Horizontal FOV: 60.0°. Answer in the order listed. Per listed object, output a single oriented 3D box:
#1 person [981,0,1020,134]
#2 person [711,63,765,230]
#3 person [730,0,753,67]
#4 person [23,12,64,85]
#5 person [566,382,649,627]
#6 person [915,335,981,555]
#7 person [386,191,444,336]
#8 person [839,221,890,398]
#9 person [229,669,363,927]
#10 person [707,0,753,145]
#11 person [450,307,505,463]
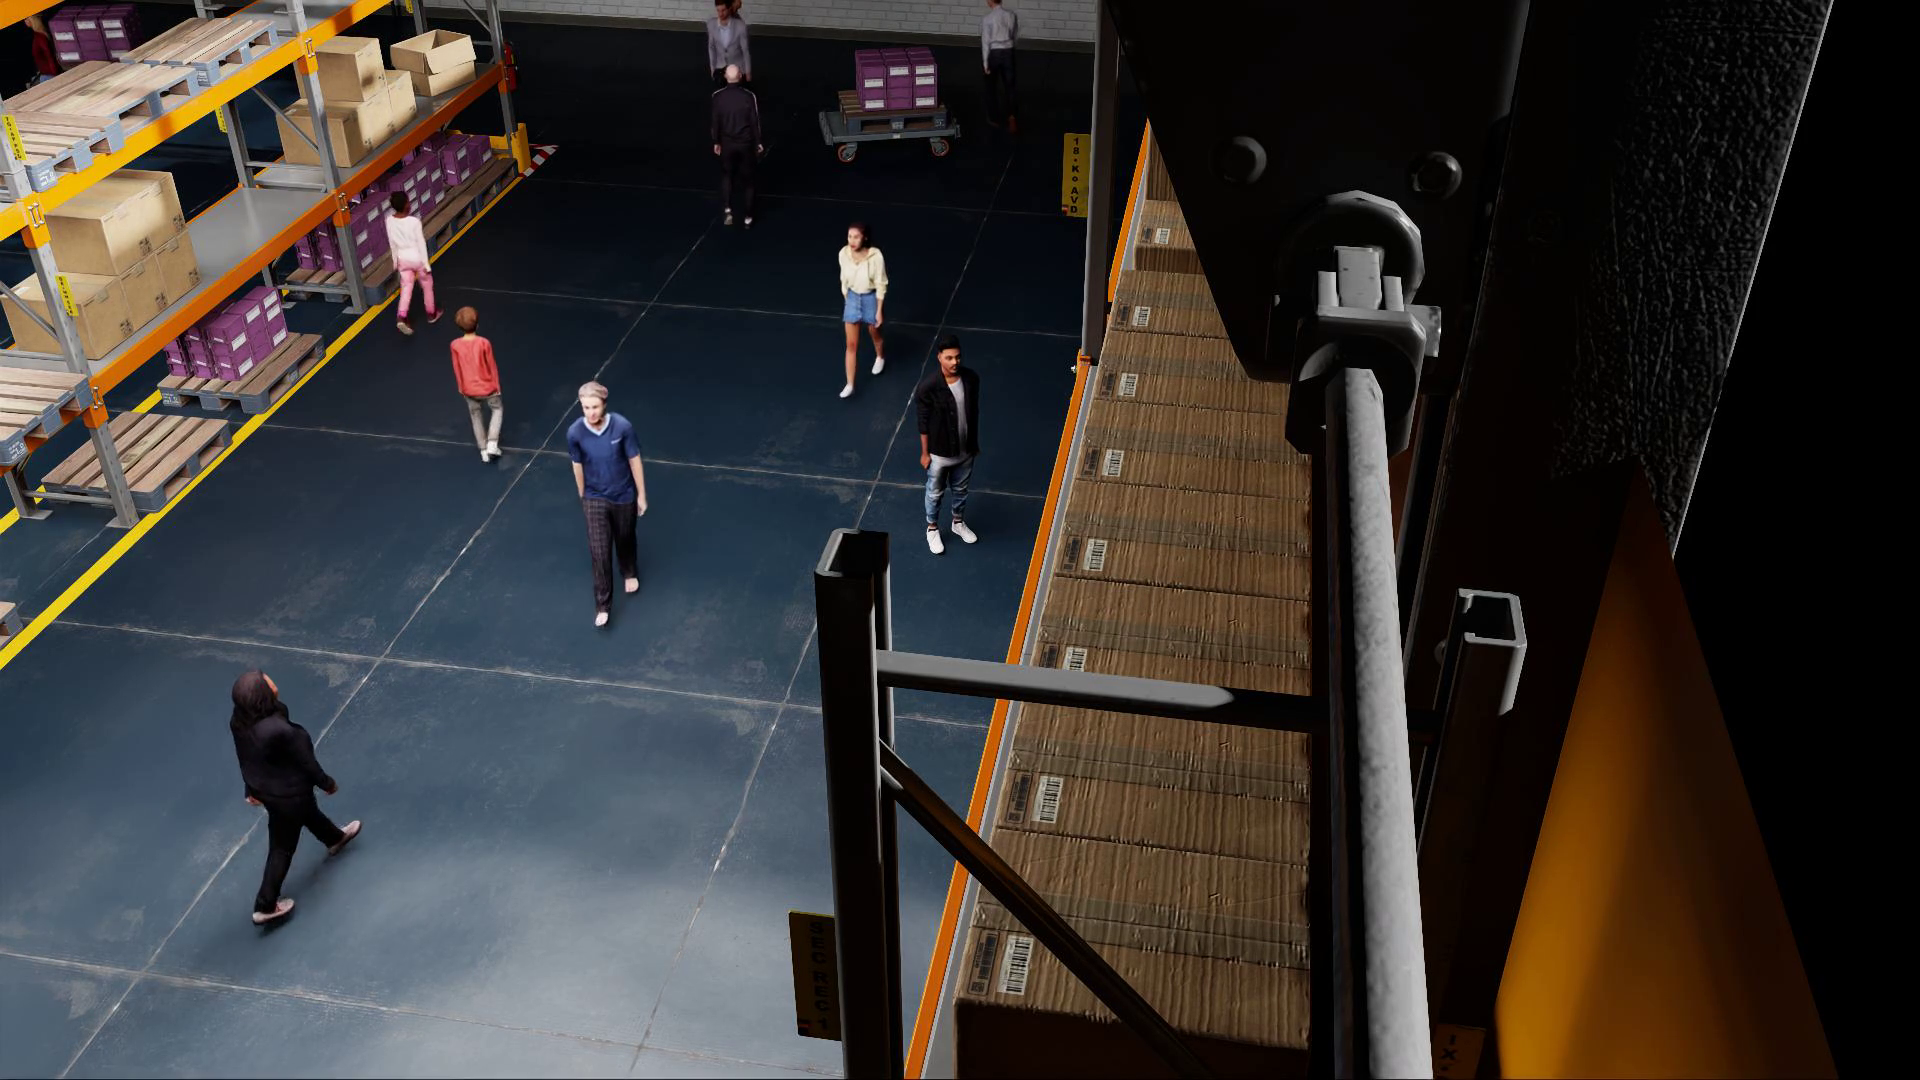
[{"bbox_3d":[0.531,-5.948,20.634,0.955,1.795,1.168,-10,35,-14],"label":"person"},{"bbox_3d":[-2.406,-4.198,17.974,0.719,1.826,0.785,3,34,4],"label":"person"},{"bbox_3d":[-2.884,-6.278,21.349,0.698,1.553,0.637,-6,34,-9],"label":"person"},{"bbox_3d":[-11.097,-5.713,20.437,0.811,1.621,0.750,-11,35,-16],"label":"person"},{"bbox_3d":[-2.562,-0.375,12.208,0.902,1.841,1.096,-7,34,-11],"label":"person"},{"bbox_3d":[-0.090,-0.773,12.832,0.787,1.813,0.822,-17,37,-24],"label":"person"},{"bbox_3d":[-5.319,-2.673,16.042,0.543,1.424,0.921,5,34,8],"label":"person"},{"bbox_3d":[-0.827,-2.146,15.101,0.734,1.588,1.136,10,35,15],"label":"person"},{"bbox_3d":[-3.978,1.510,9.617,0.934,1.569,1.225,19,38,26],"label":"person"},{"bbox_3d":[-2.801,-5.797,20.431,0.707,1.768,1.183,4,34,6],"label":"person"},{"bbox_3d":[-4.040,-1.260,13.929,0.574,1.409,0.596,-1,34,-1],"label":"person"}]
